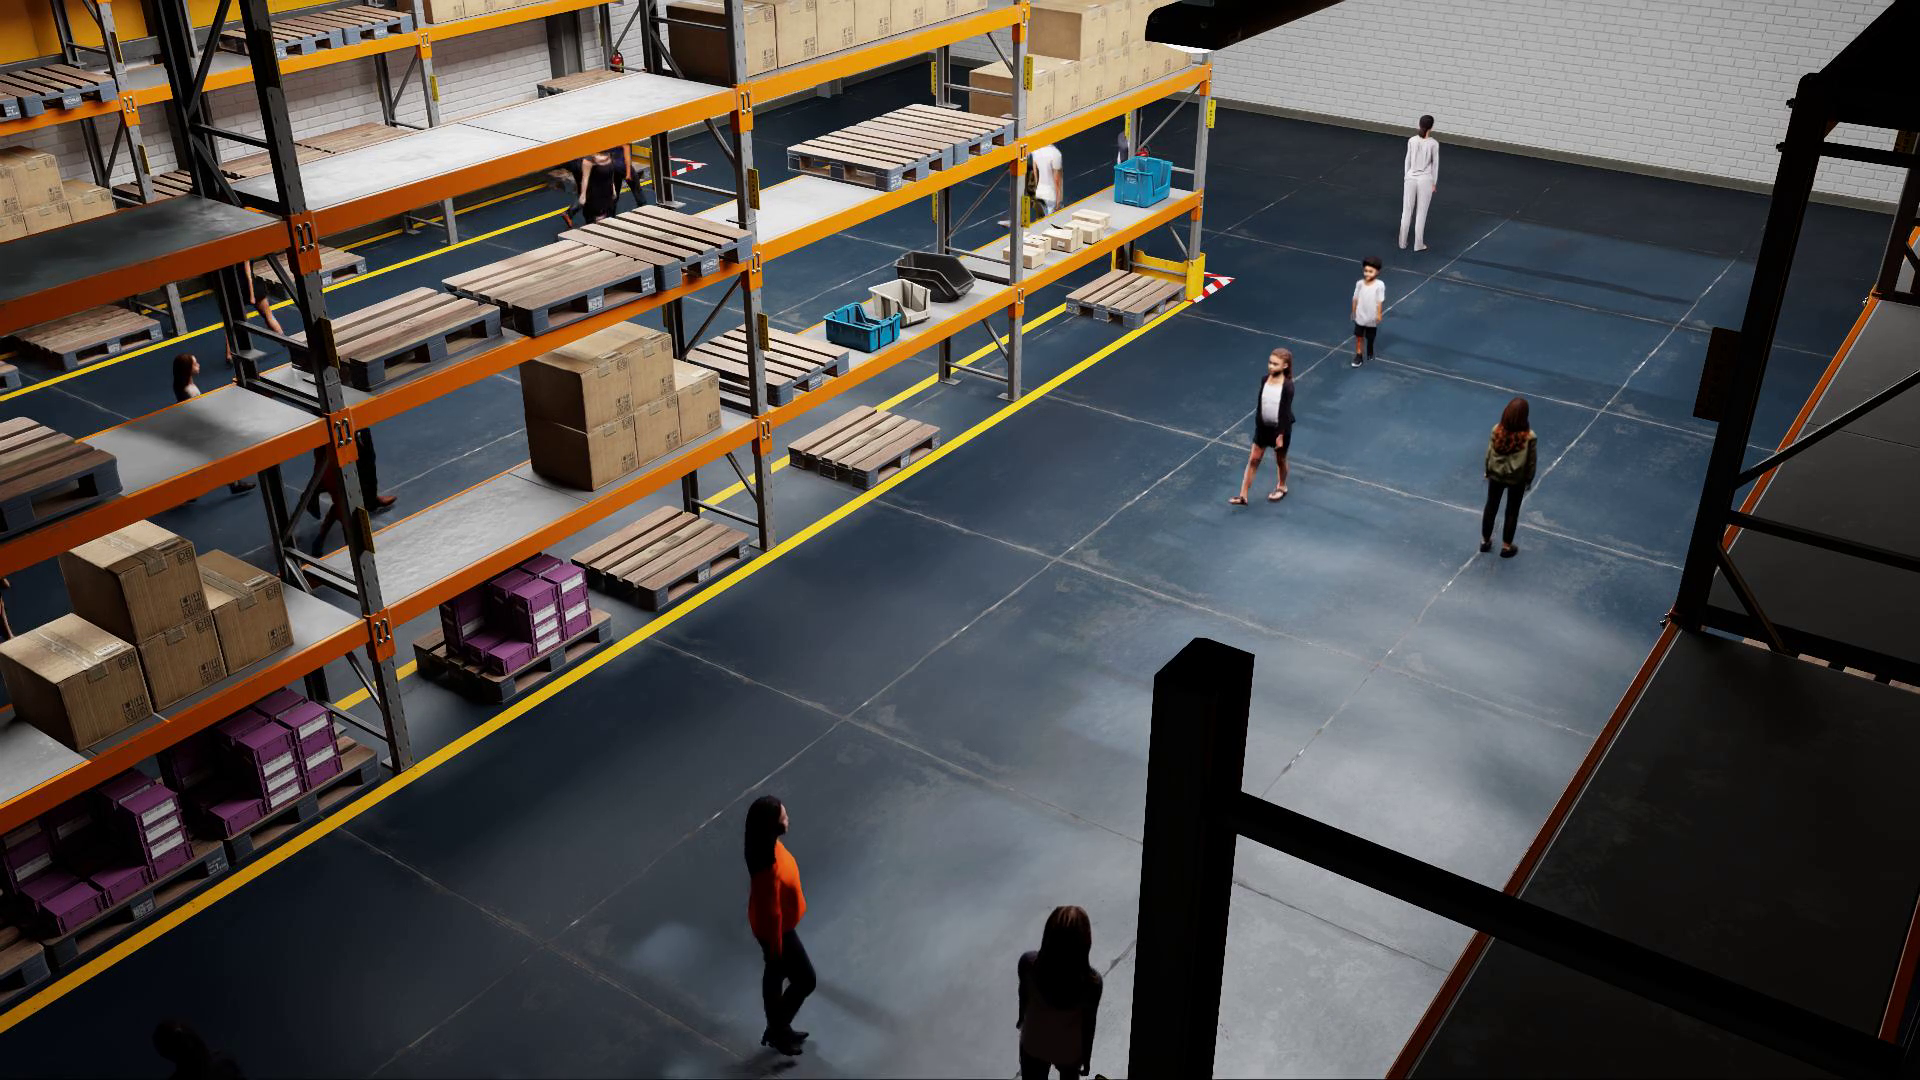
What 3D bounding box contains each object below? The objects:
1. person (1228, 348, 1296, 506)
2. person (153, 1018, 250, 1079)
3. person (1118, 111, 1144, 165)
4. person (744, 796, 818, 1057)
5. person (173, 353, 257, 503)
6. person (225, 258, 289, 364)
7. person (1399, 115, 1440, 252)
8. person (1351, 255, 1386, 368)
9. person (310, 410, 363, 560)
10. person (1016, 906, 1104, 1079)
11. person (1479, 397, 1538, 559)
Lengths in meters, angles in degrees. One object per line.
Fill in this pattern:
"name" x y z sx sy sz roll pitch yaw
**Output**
"person" 2.947 -1.049 15.323 0.608 1.525 1.006 23 36 35
"person" -3.440 2.946 7.819 0.708 1.699 0.611 22 35 34
"person" 2.162 -4.578 21.361 0.761 1.938 0.745 -10 30 -17
"person" -1.093 2.165 9.207 0.777 1.740 0.724 -6 29 -10
"person" -7.086 -1.005 15.315 1.031 1.456 0.720 -21 35 -33
"person" -7.941 -2.720 18.285 0.575 1.623 1.106 19 34 30
"person" 5.985 -4.657 21.678 0.582 1.774 0.518 18 34 30
"person" 4.507 -2.536 18.336 0.537 1.250 0.642 13 31 23
"person" -5.363 -0.498 14.091 0.561 1.737 0.704 19 34 31
"person" 0.442 2.619 8.424 0.863 1.693 1.148 8 30 13
"person" 4.763 -0.552 14.464 0.583 1.475 0.500 17 33 29
